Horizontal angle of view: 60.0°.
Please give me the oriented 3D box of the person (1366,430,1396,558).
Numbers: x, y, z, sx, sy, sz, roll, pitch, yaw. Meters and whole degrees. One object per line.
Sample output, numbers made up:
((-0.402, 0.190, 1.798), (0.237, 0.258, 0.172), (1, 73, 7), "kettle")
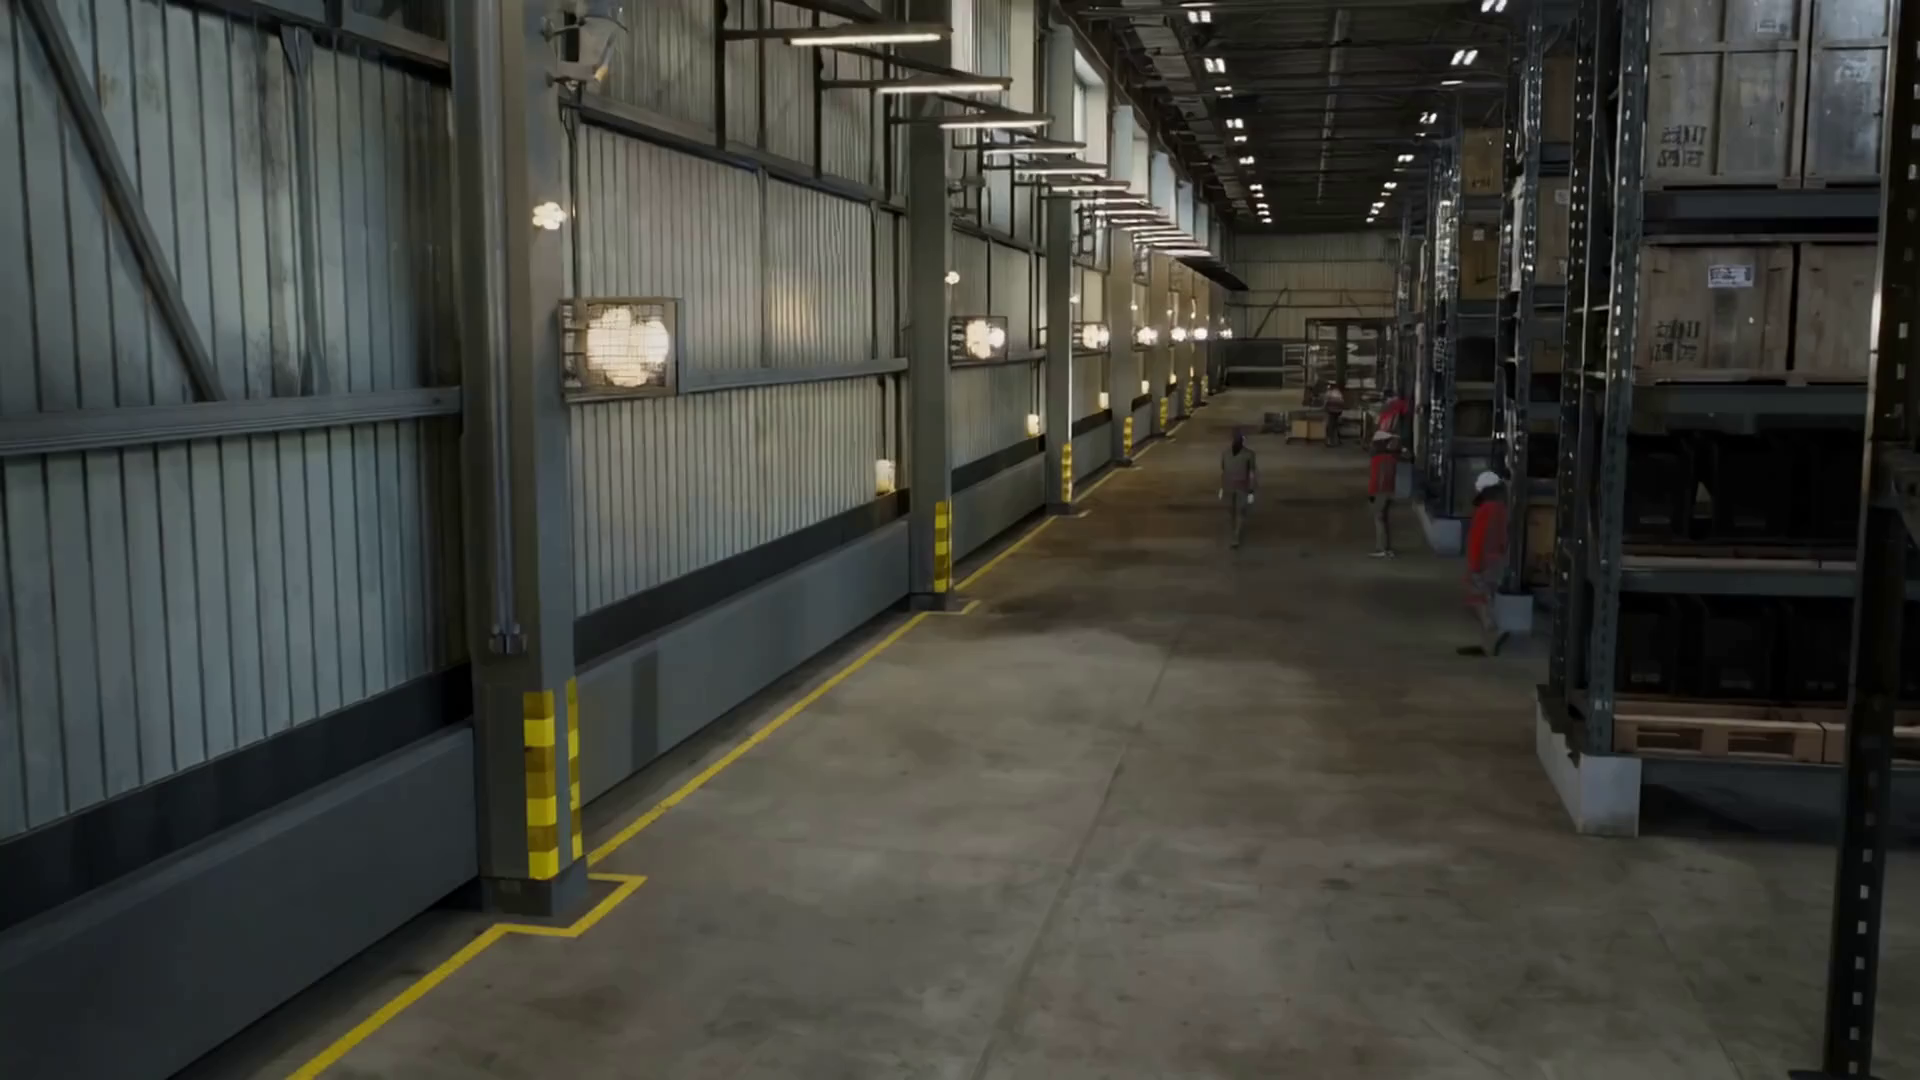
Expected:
((5.790, -0.631, 22.865), (0.533, 1.767, 0.325), (-7, 10, -43), "person")

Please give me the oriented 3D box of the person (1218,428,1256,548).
((3.974, -0.748, 23.911), (0.587, 1.732, 0.386), (5, 8, 33), "person")

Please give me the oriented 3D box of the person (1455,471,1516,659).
((5.015, 0.251, 15.719), (0.543, 1.791, 0.633), (5, 9, 37), "person")

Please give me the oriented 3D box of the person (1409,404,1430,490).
((9.063, -1.797, 32.417), (0.515, 1.707, 0.553), (-1, 7, -11), "person")

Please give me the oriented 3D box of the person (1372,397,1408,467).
((8.163, -1.790, 31.703), (0.656, 1.868, 1.077), (4, 8, 31), "person")
